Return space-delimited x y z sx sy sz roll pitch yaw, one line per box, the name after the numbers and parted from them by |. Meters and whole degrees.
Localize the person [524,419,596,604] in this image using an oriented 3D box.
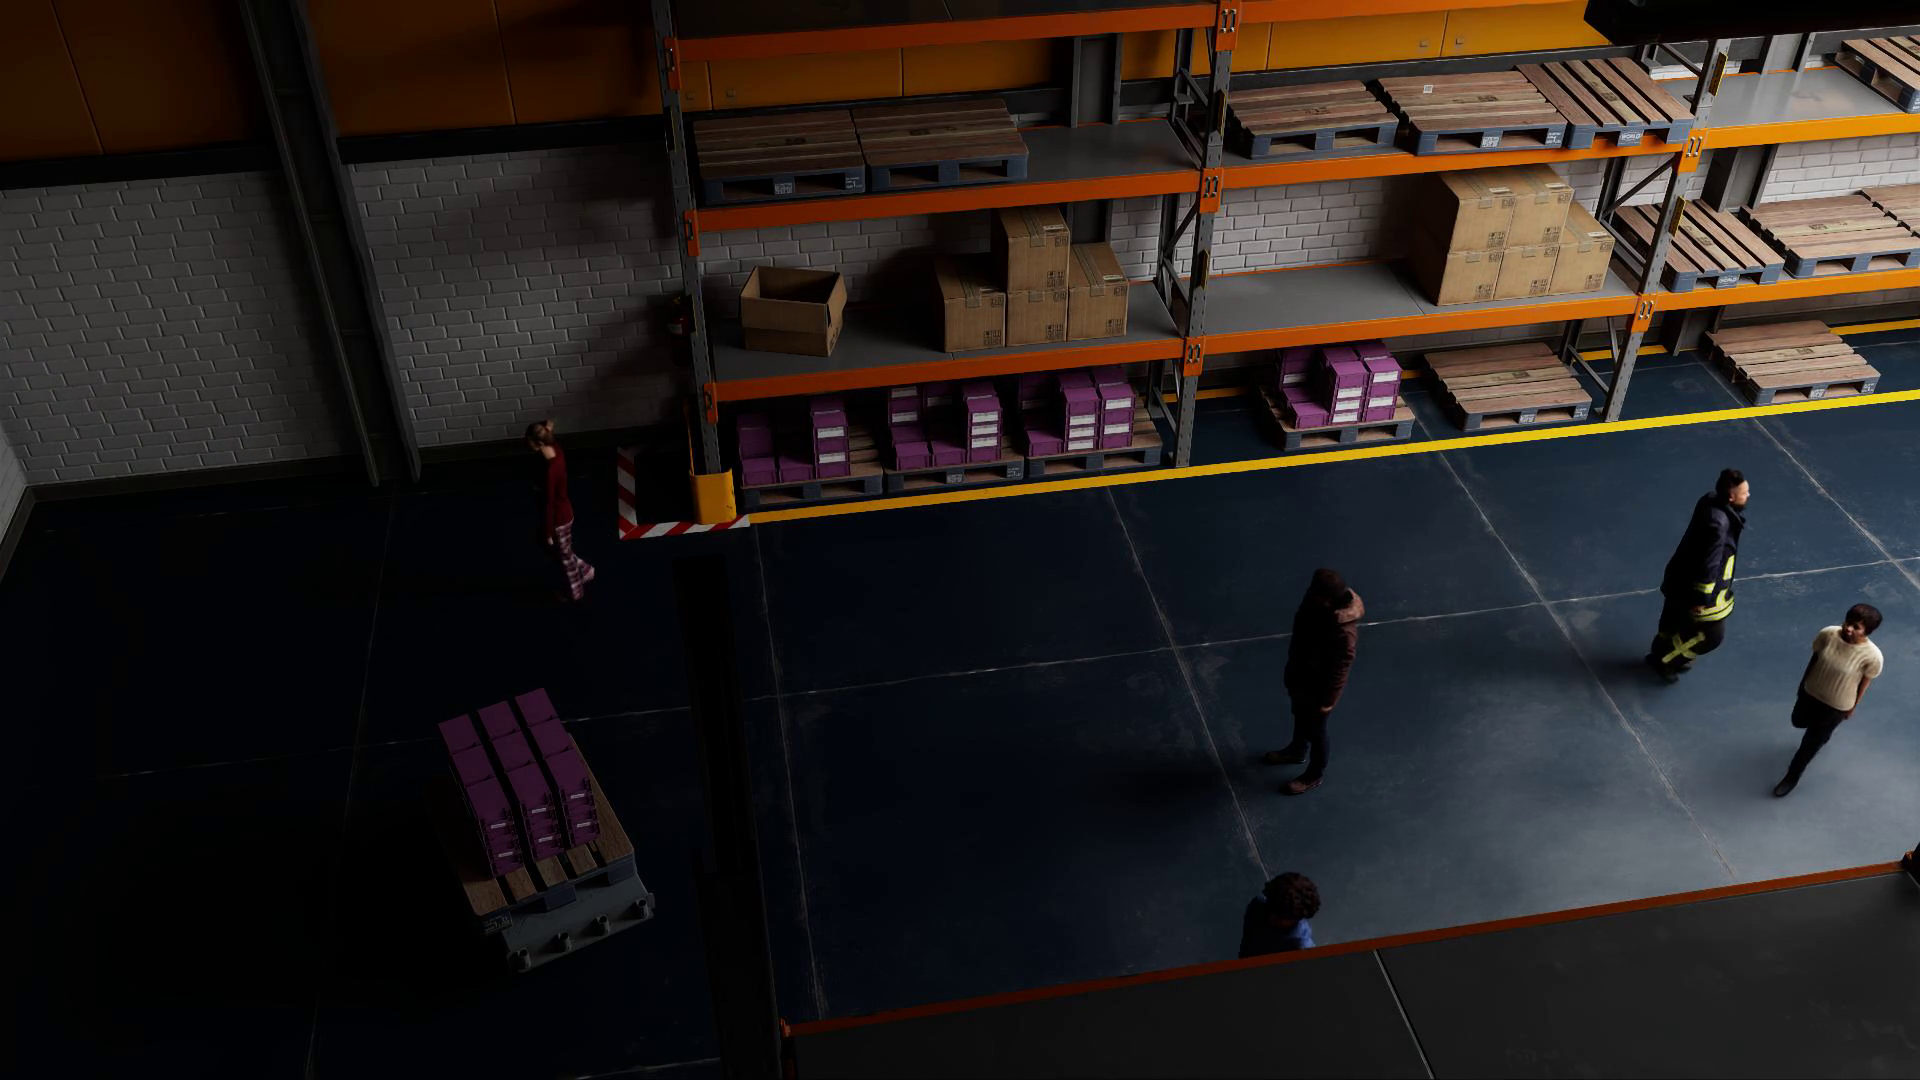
-2.974 -0.209 12.535 0.615 1.694 0.640 -6 39 -8 | person

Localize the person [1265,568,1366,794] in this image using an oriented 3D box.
2.359 0.908 11.014 0.686 1.845 0.776 -10 40 -12 | person

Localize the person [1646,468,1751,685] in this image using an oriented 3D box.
5.193 0.241 11.846 0.902 1.850 0.897 11 40 13 | person

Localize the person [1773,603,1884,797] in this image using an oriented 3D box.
5.822 1.022 11.093 1.006 1.570 0.824 -23 44 -26 | person

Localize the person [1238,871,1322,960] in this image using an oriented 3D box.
1.771 2.418 9.164 0.854 1.796 0.800 -19 42 -22 | person
